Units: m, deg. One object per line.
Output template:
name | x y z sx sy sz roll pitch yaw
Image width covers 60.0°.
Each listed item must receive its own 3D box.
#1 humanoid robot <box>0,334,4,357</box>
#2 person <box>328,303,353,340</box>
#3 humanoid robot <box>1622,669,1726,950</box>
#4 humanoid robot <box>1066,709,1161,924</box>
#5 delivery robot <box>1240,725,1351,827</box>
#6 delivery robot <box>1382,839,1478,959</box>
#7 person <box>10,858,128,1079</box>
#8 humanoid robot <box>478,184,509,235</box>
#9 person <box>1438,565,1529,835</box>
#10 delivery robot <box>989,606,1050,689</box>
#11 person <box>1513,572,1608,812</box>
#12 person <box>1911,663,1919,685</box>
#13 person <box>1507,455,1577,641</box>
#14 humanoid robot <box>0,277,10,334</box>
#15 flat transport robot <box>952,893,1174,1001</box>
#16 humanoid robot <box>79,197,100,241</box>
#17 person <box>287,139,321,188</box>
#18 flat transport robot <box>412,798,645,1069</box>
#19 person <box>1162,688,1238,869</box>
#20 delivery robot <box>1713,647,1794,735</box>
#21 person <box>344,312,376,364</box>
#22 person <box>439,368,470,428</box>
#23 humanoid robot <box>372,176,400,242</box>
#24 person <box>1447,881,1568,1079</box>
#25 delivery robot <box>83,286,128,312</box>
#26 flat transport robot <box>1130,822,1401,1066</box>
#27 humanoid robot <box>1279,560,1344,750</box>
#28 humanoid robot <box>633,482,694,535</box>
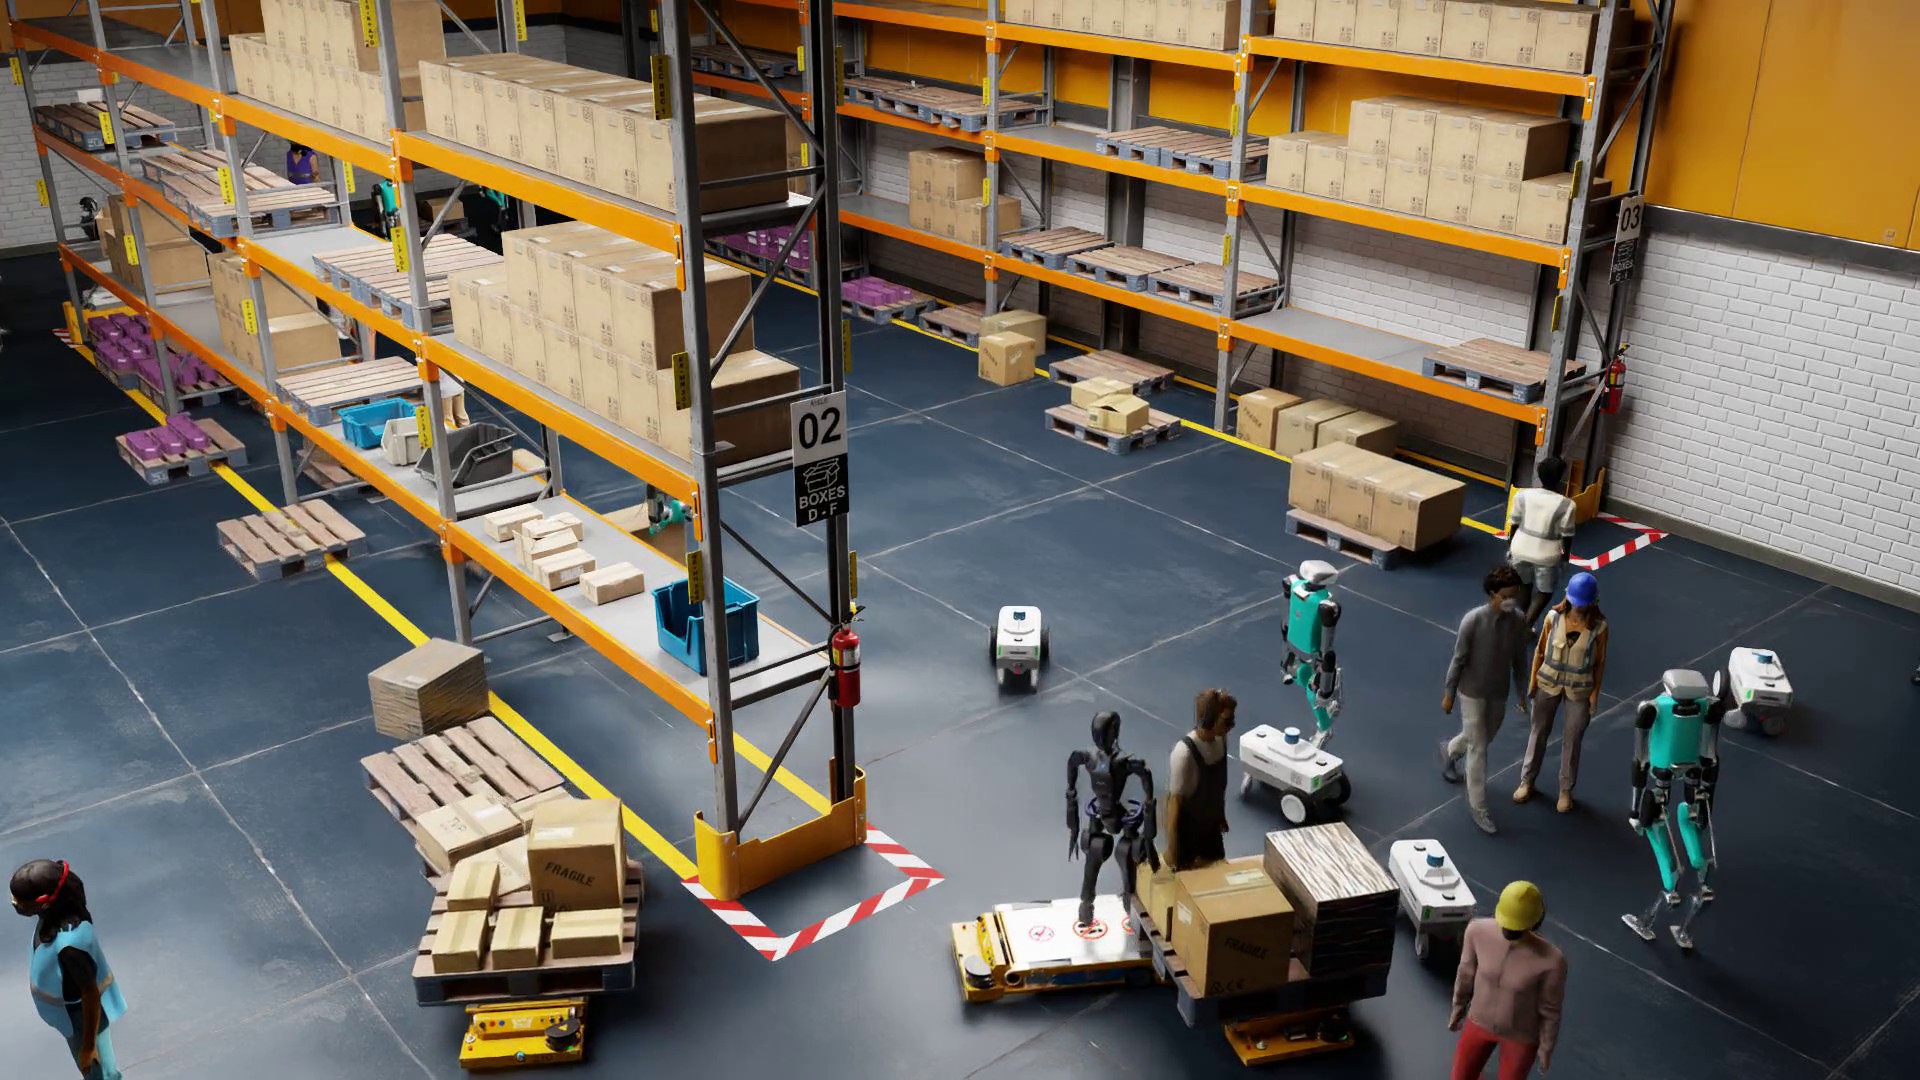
humanoid robot | -12.330 -3.022 20.875 0.553 1.762 1.010 -7 24 -17
person | -8.169 -3.574 21.880 0.439 1.895 0.658 13 26 27
humanoid robot | 4.295 1.688 9.865 0.548 1.766 0.775 -2 23 -5
humanoid robot | 0.913 1.752 9.850 0.605 1.647 0.574 11 26 24
delivery robot | 2.312 1.615 11.567 0.526 0.614 0.785 -20 30 -38
delivery robot | 2.899 2.172 10.276 0.499 0.613 0.803 -2 23 -4
person | -4.307 2.359 8.162 0.390 1.871 0.528 -18 29 -35
humanoid robot | -7.535 -5.742 27.088 0.541 1.735 1.004 -18 29 -36
person | 3.556 0.988 11.348 0.545 1.868 0.849 -6 24 -15
delivery robot | 0.475 0.813 13.379 0.499 0.578 0.764 1 23 3
person | 4.128 1.026 11.367 0.460 1.775 0.312 11 26 25
person | 7.810 0.270 12.935 0.546 1.926 0.388 13 26 27
person | 4.672 0.139 13.535 0.541 1.675 0.613 19 30 37
humanoid robot | -13.003 -3.516 21.951 0.534 1.807 0.731 19 30 36
flat transport robot | 0.702 2.437 10.001 1.431 0.231 0.659 -3 24 -8
humanoid robot | -11.810 -3.897 22.879 0.340 1.650 0.593 -16 28 -32
person | -10.400 -5.558 26.427 0.530 1.926 0.420 4 24 10
flat transport robot | -2.487 2.538 9.767 0.659 0.231 1.431 -2 23 -6
person | 1.424 1.703 9.771 0.680 1.815 0.567 20 30 39
delivery robot | 6.092 1.116 12.720 0.519 0.613 0.784 6 24 13
person | -7.228 -2.657 19.968 0.652 1.729 0.521 8 25 17
person | -5.416 -1.594 17.474 0.343 1.741 0.562 10 25 22
humanoid robot | -8.031 -4.482 24.002 0.533 1.677 0.735 -19 30 -36
person | 2.683 2.402 8.204 0.534 1.750 0.461 17 29 34
delivery robot | -11.661 -3.326 23.005 0.796 0.612 0.499 -20 30 -38
flat transport robot | 1.709 2.521 9.806 0.659 0.231 1.431 -6 24 -13
humanoid robot | 2.581 0.941 11.655 0.739 1.812 0.568 -11 26 -25
humanoid robot | -2.600 -0.320 14.482 0.708 1.746 0.534 20 30 38
